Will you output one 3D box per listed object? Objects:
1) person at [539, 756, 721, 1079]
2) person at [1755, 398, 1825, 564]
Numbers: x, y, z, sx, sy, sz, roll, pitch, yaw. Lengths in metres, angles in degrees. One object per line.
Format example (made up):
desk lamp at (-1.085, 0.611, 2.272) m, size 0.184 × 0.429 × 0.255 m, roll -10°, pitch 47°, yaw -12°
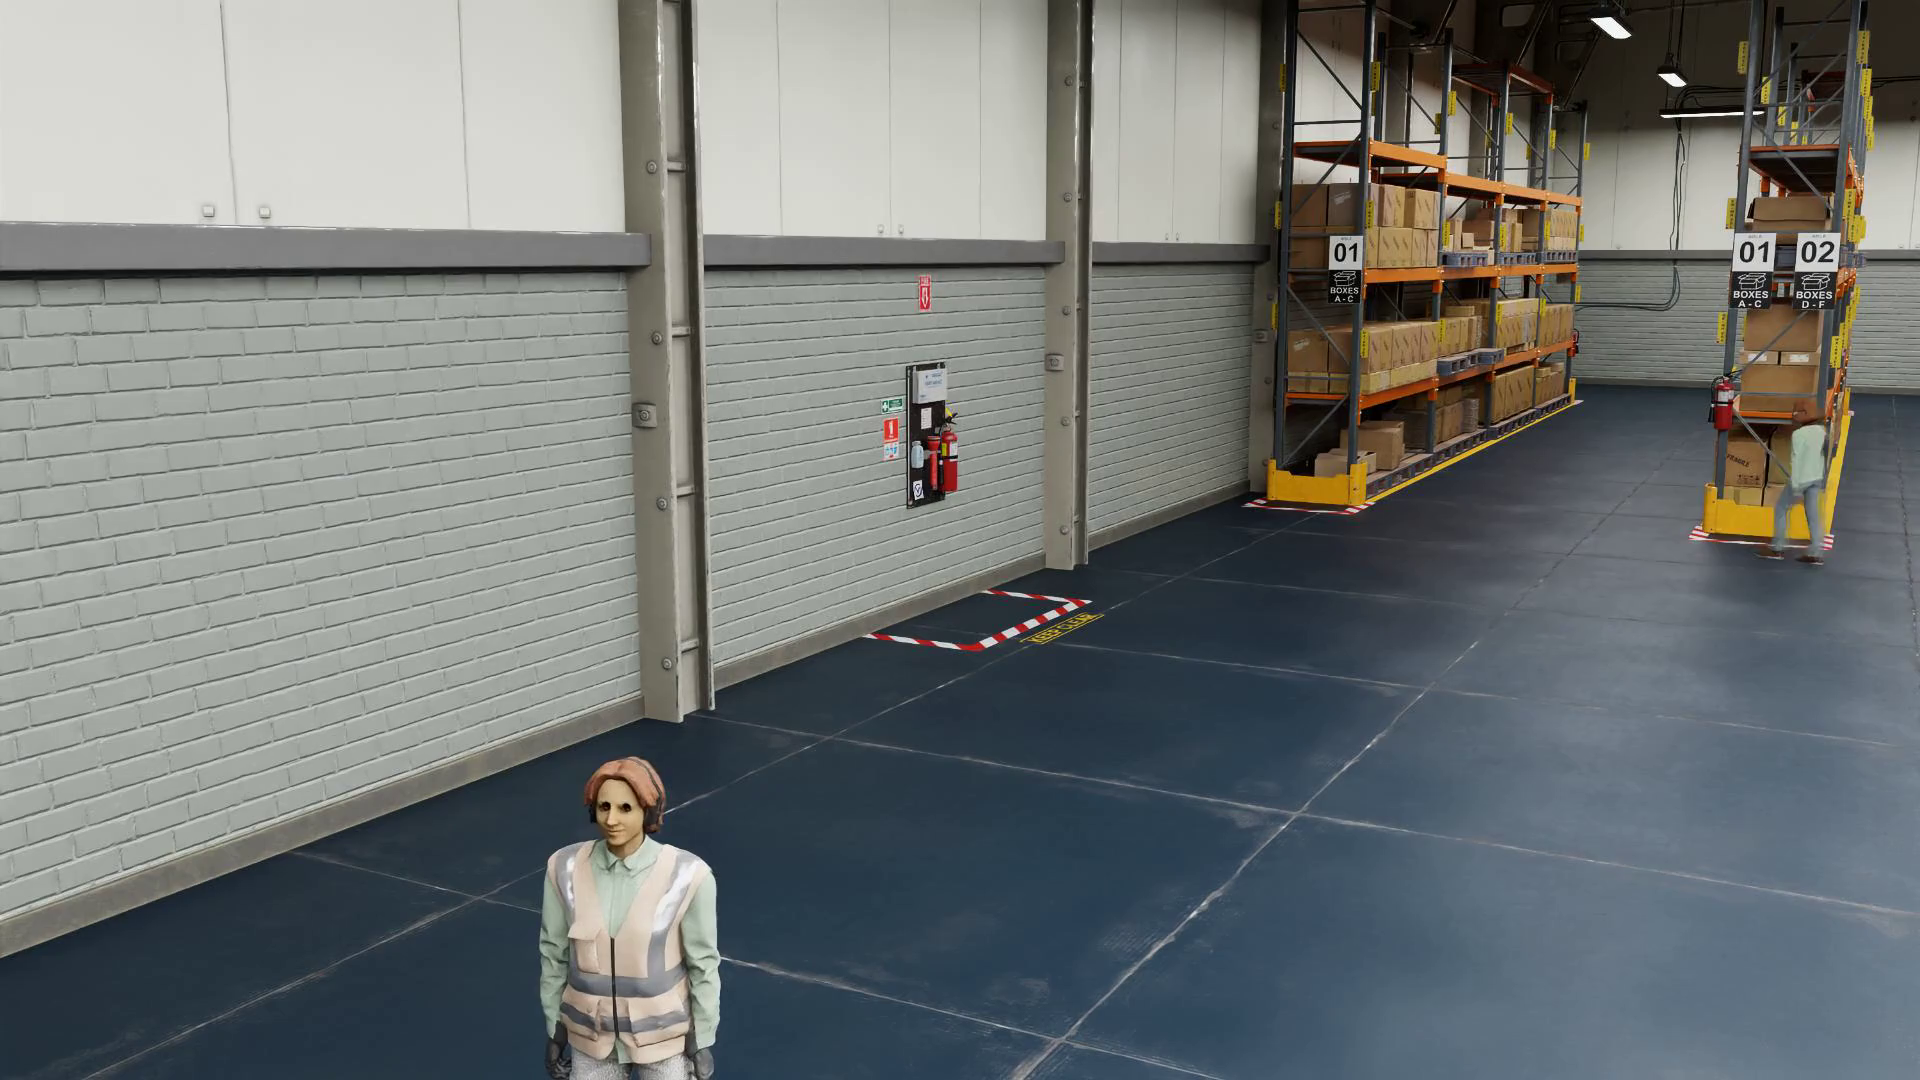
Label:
person at (-0.914, 1.395, 4.633) m, size 0.514 × 1.645 × 0.309 m, roll 1°, pitch 10°, yaw 8°
person at (8.189, -0.582, 16.320) m, size 0.505 × 1.613 × 0.676 m, roll -5°, pitch 11°, yaw -28°
